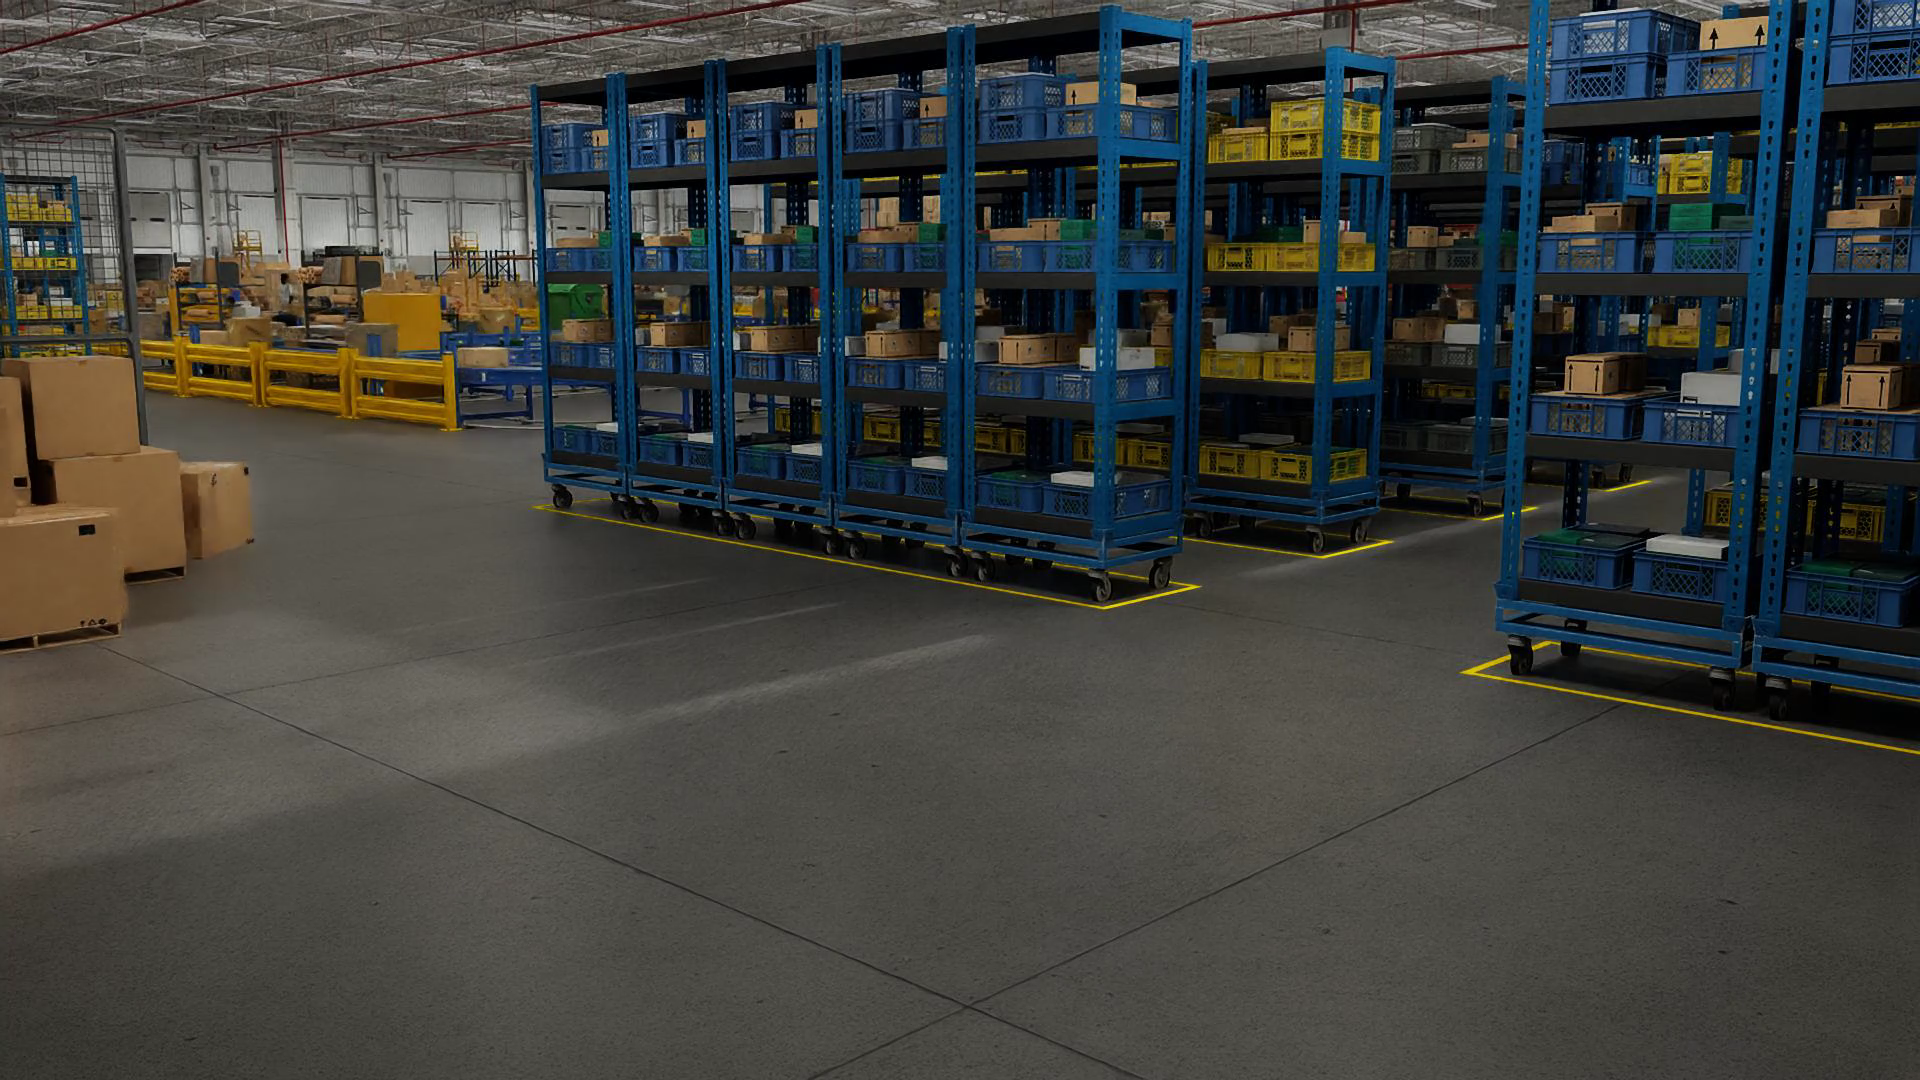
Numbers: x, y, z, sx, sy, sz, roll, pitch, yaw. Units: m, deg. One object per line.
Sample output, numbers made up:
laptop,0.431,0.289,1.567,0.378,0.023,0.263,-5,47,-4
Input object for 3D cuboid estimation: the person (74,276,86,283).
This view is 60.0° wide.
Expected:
person,-45.088,-12.829,85.319,0.391,1.991,0.613,5,10,27

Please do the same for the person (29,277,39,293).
person,-29.960,-7.636,53.837,0.510,1.877,0.328,3,10,19

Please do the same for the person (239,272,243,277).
person,-37.179,-12.948,86.211,0.552,1.936,0.359,8,12,41

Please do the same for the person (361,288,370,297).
person,-19.733,-7.862,55.035,0.545,1.938,0.361,9,13,43

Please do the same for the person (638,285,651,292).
person,-13.947,-10.896,73.317,1.038,2.000,0.701,9,13,43

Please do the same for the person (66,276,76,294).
person,-29.026,-7.689,54.098,0.551,1.910,0.848,5,11,29

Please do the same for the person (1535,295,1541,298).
person,15.360,-6.145,44.906,0.580,1.816,0.423,-2,9,-10

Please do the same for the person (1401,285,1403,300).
person,12.104,-6.081,44.989,0.867,1.656,0.542,3,10,20

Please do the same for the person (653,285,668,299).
person,-9.312,-7.225,52.146,0.754,1.605,0.514,9,13,43

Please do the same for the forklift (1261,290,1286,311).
forklift,9.368,-7.786,51.679,1.129,2.768,1.873,-5,11,-28

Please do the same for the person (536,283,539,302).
person,-16.067,-9.295,64.163,0.574,1.832,0.824,2,10,15

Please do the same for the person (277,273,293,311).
person,-21.899,-7.657,53.795,0.658,1.927,0.621,5,10,26

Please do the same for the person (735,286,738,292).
person,-11.039,-11.877,80.701,0.530,1.585,0.914,-7,11,-35

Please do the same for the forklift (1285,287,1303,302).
forklift,10.769,-8.203,54.240,1.129,2.768,1.873,8,12,42

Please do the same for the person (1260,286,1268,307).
person,8.169,-6.204,45.429,0.524,1.756,0.377,-1,9,-6

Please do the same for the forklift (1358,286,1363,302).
forklift,11.100,-7.017,46.970,1.873,2.768,1.129,9,13,43

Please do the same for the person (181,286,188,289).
person,-26.958,-8.215,57.769,0.546,1.749,0.537,-8,12,-41
